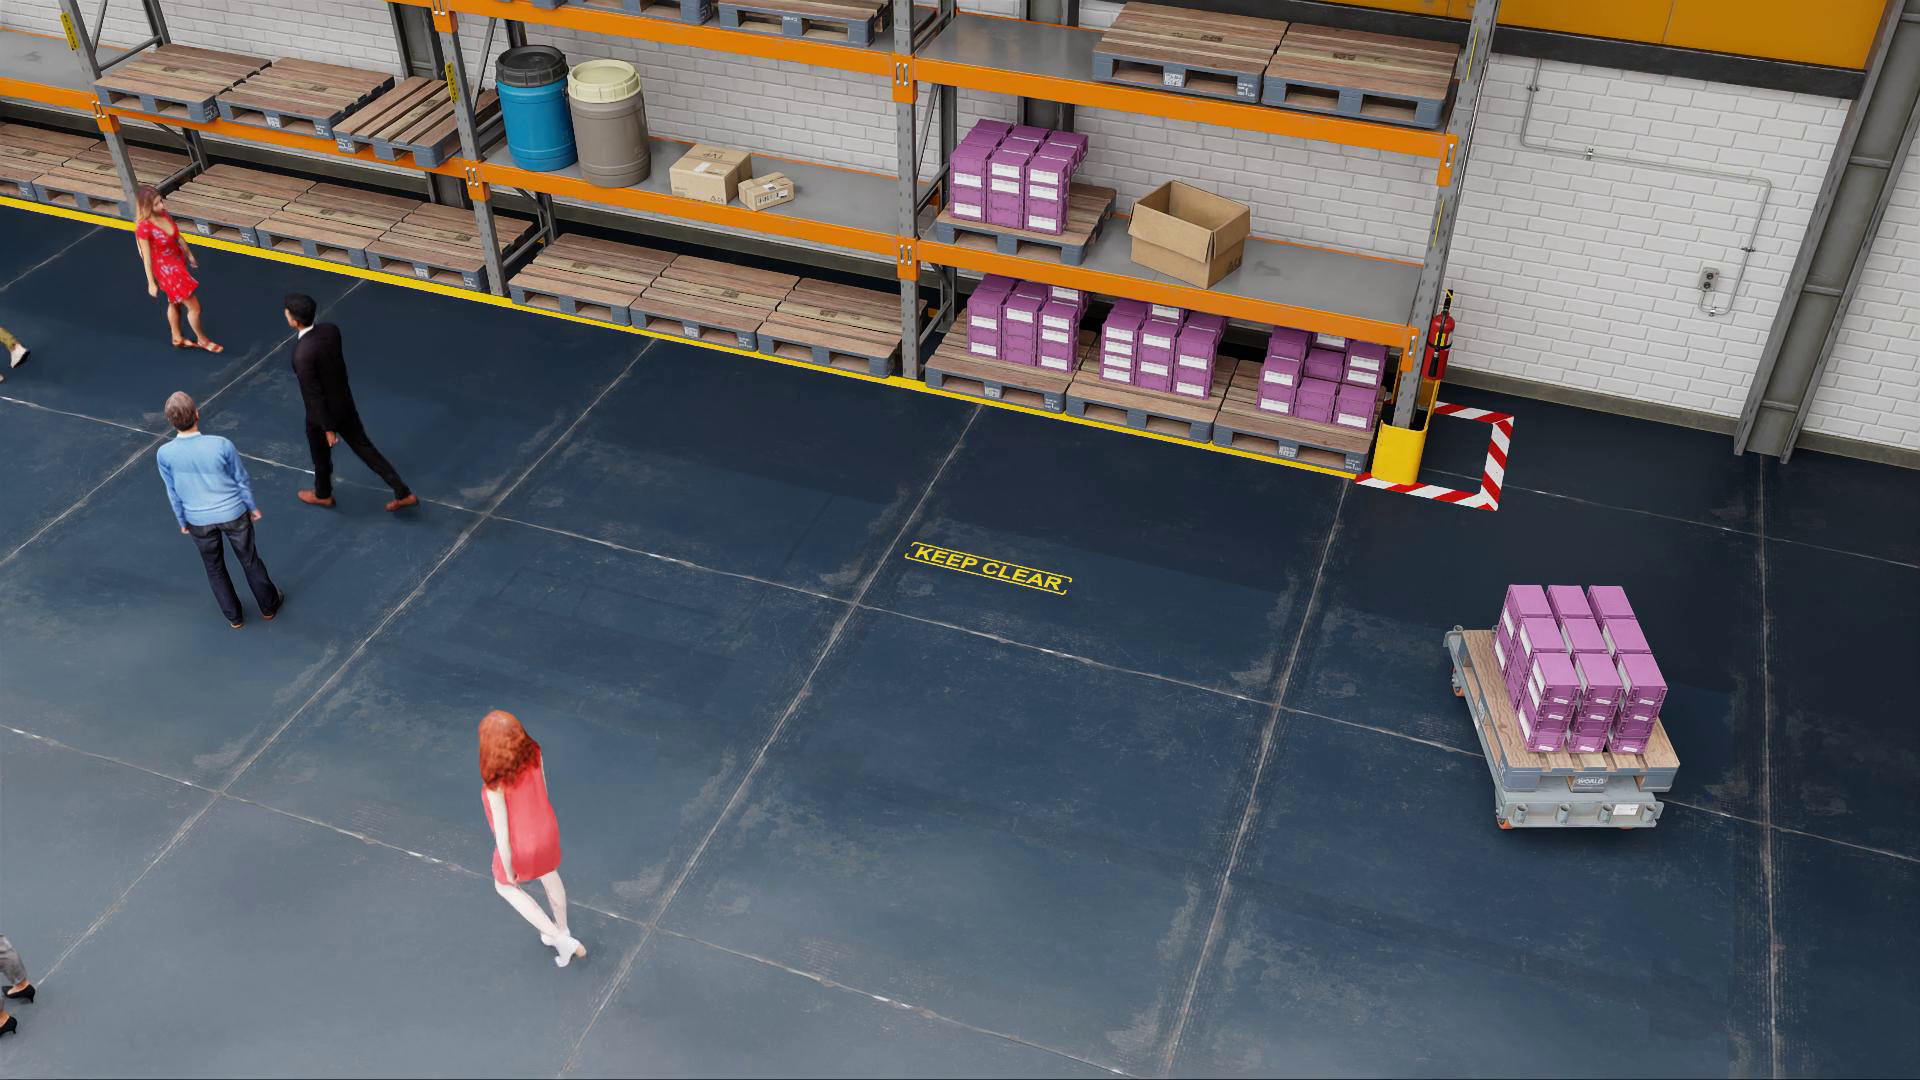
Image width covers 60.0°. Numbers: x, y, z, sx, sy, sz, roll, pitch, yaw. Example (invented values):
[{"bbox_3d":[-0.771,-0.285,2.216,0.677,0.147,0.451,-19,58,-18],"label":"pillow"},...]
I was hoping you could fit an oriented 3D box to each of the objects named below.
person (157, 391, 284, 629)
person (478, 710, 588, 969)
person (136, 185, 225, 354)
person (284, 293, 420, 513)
[{"bbox_3d":[-4.942,-0.196,11.038,0.720,1.818,0.806,-12,40,-15],"label":"person"},{"bbox_3d":[-2.202,1.621,8.764,0.729,1.818,0.640,19,42,22],"label":"person"},{"bbox_3d":[-6.615,-2.214,13.763,0.802,1.571,0.765,1,39,1],"label":"person"},{"bbox_3d":[-4.415,-0.927,11.935,1.253,1.842,0.796,9,40,11],"label":"person"}]
